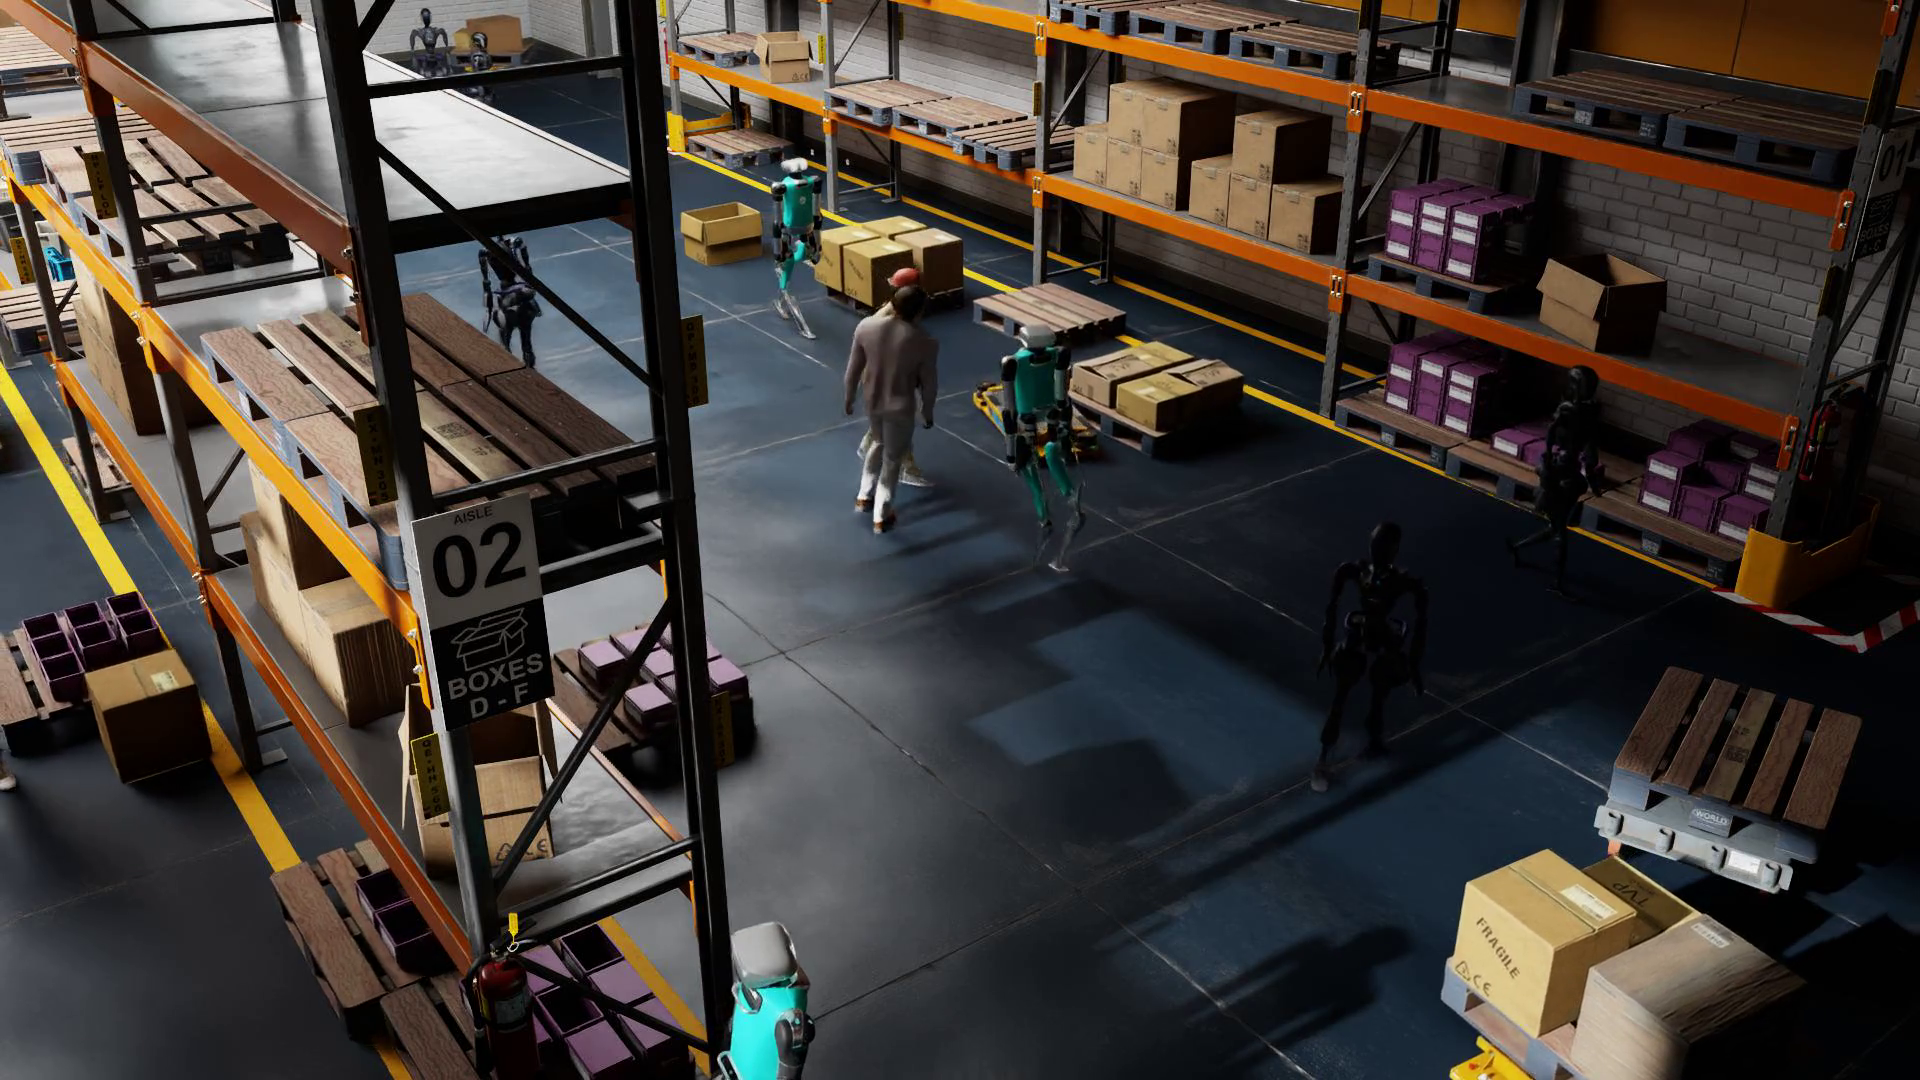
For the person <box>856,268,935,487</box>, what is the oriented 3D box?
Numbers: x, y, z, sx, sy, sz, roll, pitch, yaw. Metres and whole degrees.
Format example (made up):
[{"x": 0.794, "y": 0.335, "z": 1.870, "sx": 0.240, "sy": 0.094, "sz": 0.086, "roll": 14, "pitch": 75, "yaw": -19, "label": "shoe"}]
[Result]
[{"x": -0.537, "y": -1.289, "z": 12.978, "sx": 0.818, "sy": 1.706, "sz": 0.614, "roll": 15, "pitch": 31, "yaw": 28, "label": "person"}]

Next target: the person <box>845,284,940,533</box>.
[{"x": -0.491, "y": -0.958, "z": 12.094, "sx": 0.734, "sy": 1.891, "sz": 0.470, "roll": 13, "pitch": 29, "yaw": 24, "label": "person"}]

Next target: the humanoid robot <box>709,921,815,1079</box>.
[{"x": -0.983, "y": 2.227, "z": 5.951, "sx": 0.969, "sy": 1.798, "sz": 0.551, "roll": -13, "pitch": 29, "yaw": -23, "label": "humanoid robot"}]

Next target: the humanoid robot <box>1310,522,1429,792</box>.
[{"x": 2.311, "y": 0.615, "z": 9.263, "sx": 0.599, "sy": 1.635, "sz": 0.679, "roll": 11, "pitch": 29, "yaw": 22, "label": "humanoid robot"}]

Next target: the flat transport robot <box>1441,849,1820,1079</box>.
[{"x": 2.956, "y": 2.297, "z": 7.419, "sx": 1.431, "sy": 0.231, "sz": 0.659, "roll": -14, "pitch": 30, "yaw": -26, "label": "flat transport robot"}]

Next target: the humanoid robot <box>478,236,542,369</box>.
[{"x": -3.923, "y": -2.065, "z": 14.533, "sx": 0.325, "sy": 1.638, "sz": 0.615, "roll": 16, "pitch": 31, "yaw": 29, "label": "humanoid robot"}]

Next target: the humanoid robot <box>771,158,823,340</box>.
[{"x": -1.706, "y": -2.870, "z": 16.120, "sx": 0.530, "sy": 1.779, "sz": 1.029, "roll": -18, "pitch": 32, "yaw": -31, "label": "humanoid robot"}]

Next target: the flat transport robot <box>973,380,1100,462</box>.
[{"x": 0.628, "y": -1.024, "z": 14.025, "sx": 0.659, "sy": 0.231, "sz": 1.431, "roll": -8, "pitch": 28, "yaw": -15, "label": "flat transport robot"}]

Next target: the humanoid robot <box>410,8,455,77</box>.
[{"x": -7.566, "y": -6.780, "z": 23.890, "sx": 0.599, "sy": 1.657, "sz": 0.315, "roll": -12, "pitch": 29, "yaw": -22, "label": "humanoid robot"}]

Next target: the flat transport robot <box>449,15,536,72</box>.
[{"x": -7.712, "y": -7.832, "z": 27.567, "sx": 0.659, "sy": 0.231, "sz": 1.431, "roll": 0, "pitch": 27, "yaw": 1, "label": "flat transport robot"}]

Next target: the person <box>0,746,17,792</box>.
[{"x": -5.604, "y": 0.583, "z": 9.006, "sx": 0.650, "sy": 1.907, "sz": 0.413, "roll": -20, "pitch": 33, "yaw": -34, "label": "person"}]

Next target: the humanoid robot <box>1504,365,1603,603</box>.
[{"x": 4.070, "y": -0.428, "z": 11.327, "sx": 0.604, "sy": 1.654, "sz": 0.733, "roll": -18, "pitch": 32, "yaw": -31, "label": "humanoid robot"}]

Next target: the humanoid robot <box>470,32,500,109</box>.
[{"x": -6.466, "y": -6.009, "z": 22.395, "sx": 0.575, "sy": 1.639, "sz": 0.608, "roll": -1, "pitch": 27, "yaw": -1, "label": "humanoid robot"}]

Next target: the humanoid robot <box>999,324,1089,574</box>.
[{"x": 0.630, "y": -0.534, "z": 11.478, "sx": 0.531, "sy": 1.834, "sz": 0.742, "roll": -13, "pitch": 30, "yaw": -24, "label": "humanoid robot"}]

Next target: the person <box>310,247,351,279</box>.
[{"x": -5.118, "y": -1.900, "z": 13.895, "sx": 0.501, "sy": 1.949, "sz": 0.422, "roll": 3, "pitch": 27, "yaw": 6, "label": "person"}]
